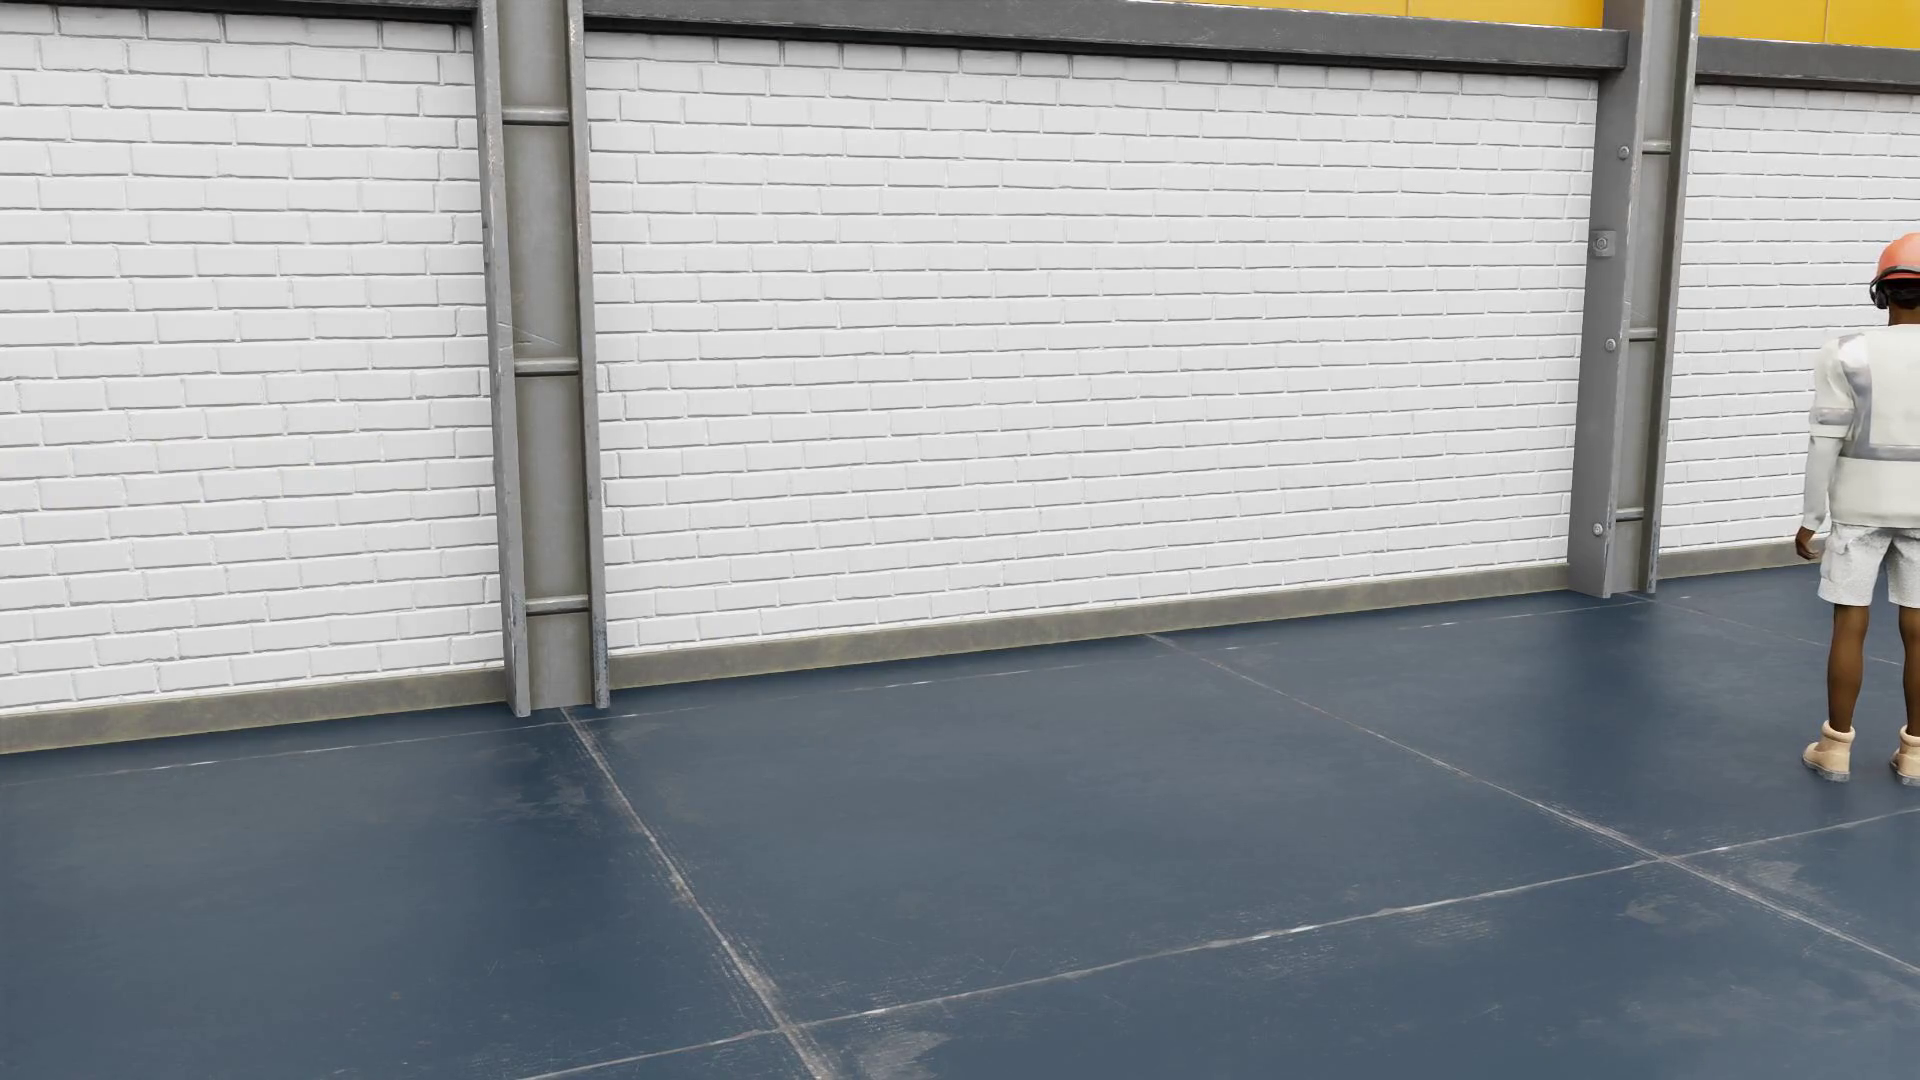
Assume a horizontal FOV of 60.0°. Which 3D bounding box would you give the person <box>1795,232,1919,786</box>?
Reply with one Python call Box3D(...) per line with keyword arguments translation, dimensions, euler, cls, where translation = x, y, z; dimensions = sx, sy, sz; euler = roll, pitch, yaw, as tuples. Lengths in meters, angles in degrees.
Box3D(translation=(3.446, -0.105, 6.174), dimensions=(0.616, 2.040, 0.373), euler=(3, 11, 15), cls="person")
